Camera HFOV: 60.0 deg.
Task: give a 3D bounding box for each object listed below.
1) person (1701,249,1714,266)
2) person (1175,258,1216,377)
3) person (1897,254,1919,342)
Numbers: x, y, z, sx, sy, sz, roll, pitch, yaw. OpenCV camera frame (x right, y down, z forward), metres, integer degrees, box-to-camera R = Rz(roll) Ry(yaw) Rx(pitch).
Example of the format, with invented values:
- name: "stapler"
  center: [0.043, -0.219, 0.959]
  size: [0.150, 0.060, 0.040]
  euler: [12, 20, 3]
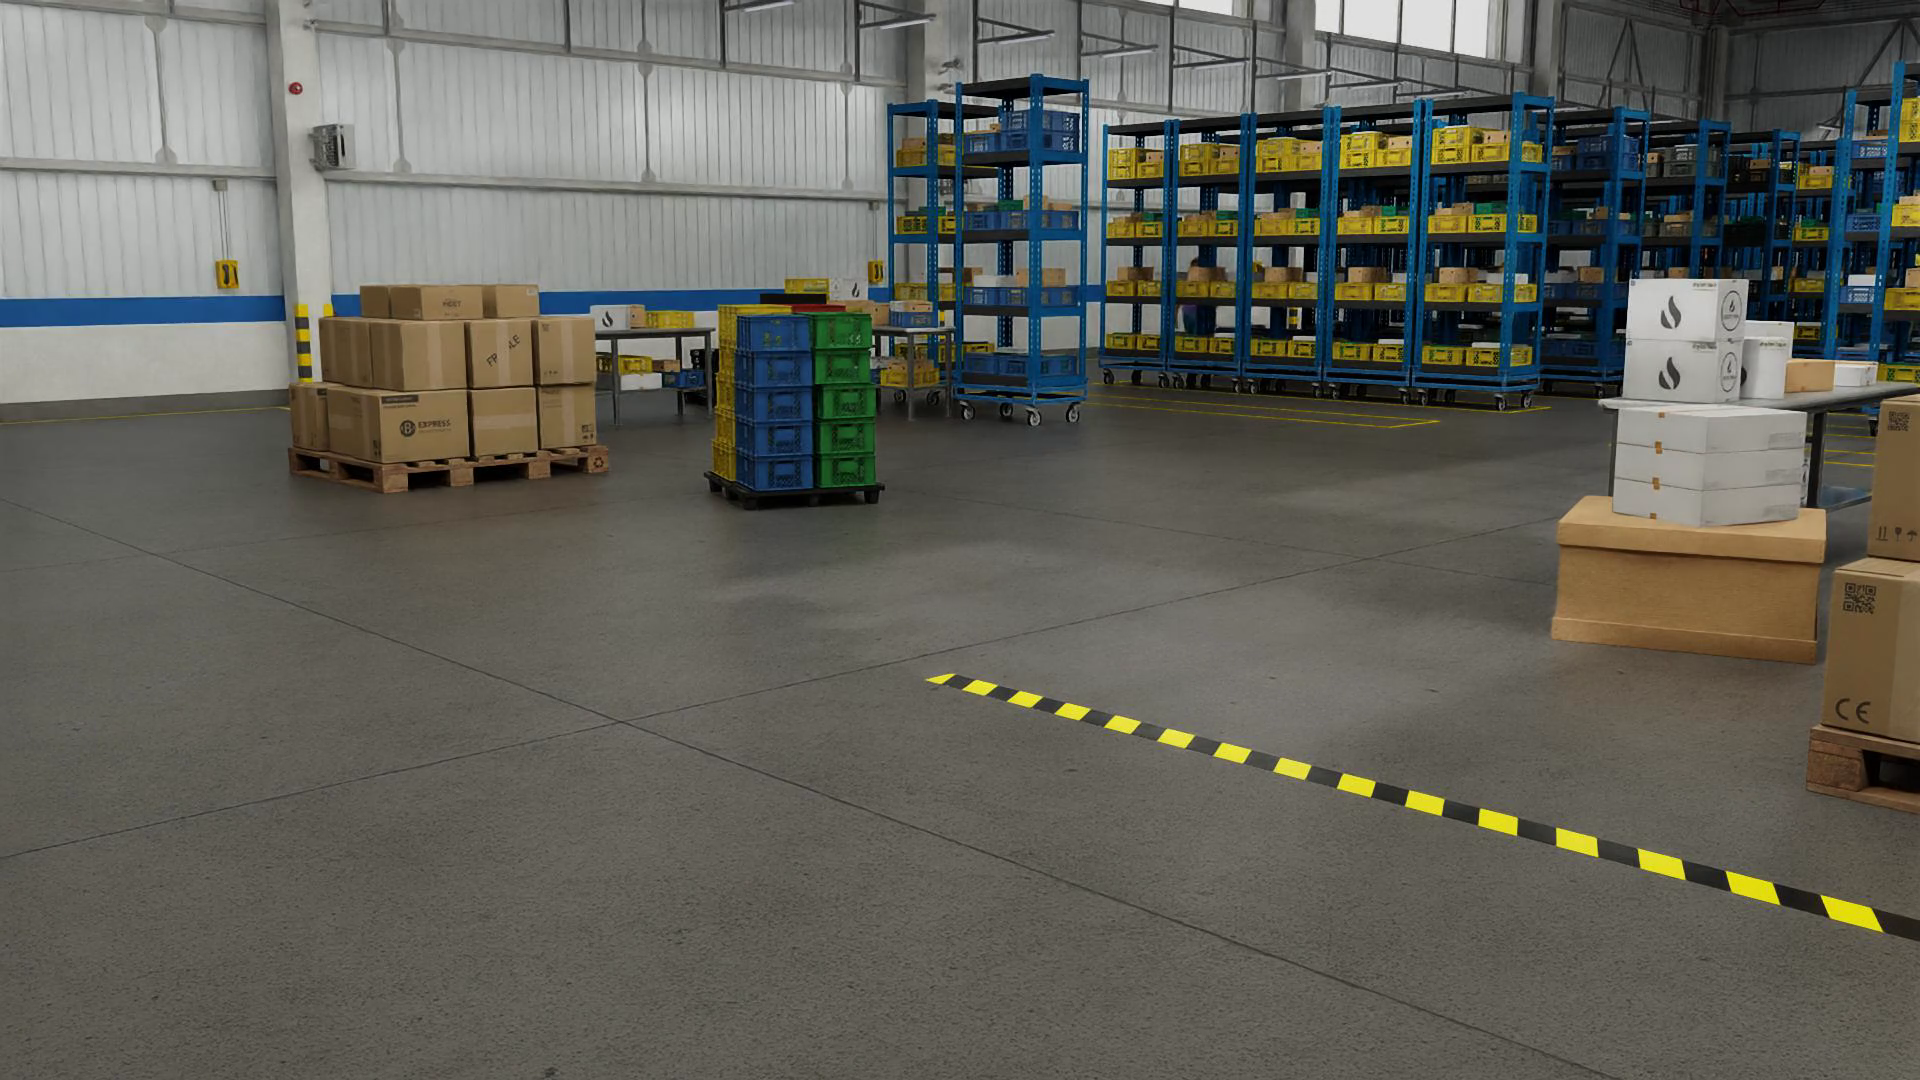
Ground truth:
- name: "person"
  center: [12.808, -4.056, 28.649]
  size: [0.622, 1.997, 0.371]
  euler: [6, 11, 32]
- name: "person"
  center: [3.521, -3.334, 24.971]
  size: [0.584, 1.780, 0.987]
  euler: [3, 10, 15]
- name: "person"
  center: [13.707, -3.208, 24.048]
  size: [0.404, 1.830, 0.601]
  euler: [5, 11, 27]
